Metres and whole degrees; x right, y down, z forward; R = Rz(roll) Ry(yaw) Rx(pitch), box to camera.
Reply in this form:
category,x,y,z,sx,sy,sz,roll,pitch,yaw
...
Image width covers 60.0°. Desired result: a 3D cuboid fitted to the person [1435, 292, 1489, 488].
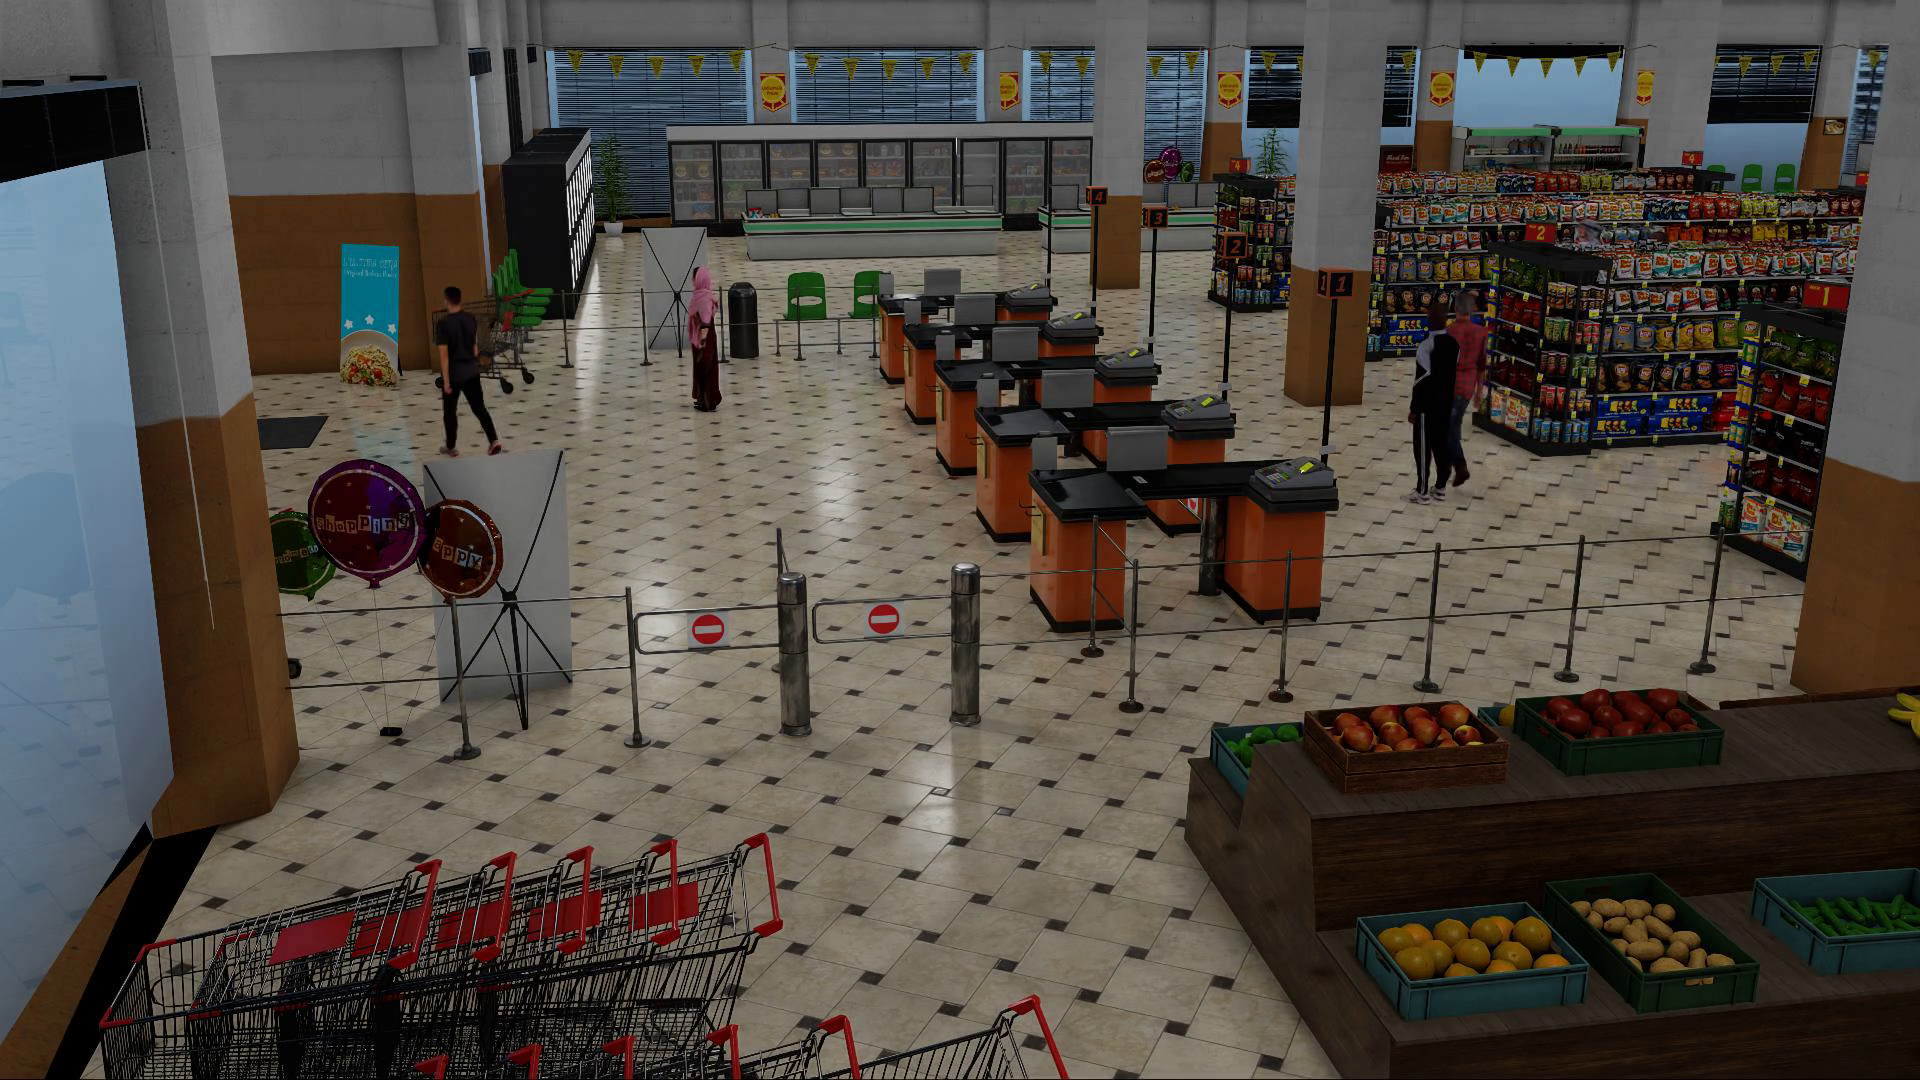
category,x,y,z,sx,sy,sz,roll,pitch,yaw
person,4.699,-1.388,15.646,1.081,1.797,0.764,-4,17,-13

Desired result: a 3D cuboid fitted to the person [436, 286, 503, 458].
category,x,y,z,sx,sy,sz,roll,pitch,yaw
person,-4.889,-1.612,16.499,1.165,1.730,1.170,14,22,39

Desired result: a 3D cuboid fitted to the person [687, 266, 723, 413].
category,x,y,z,sx,sy,sz,roll,pitch,yaw
person,-2.914,-2.304,18.935,0.575,1.639,0.641,-3,17,-10

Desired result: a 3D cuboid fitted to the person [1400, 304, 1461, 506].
category,x,y,z,sx,sy,sz,roll,pitch,yaw
person,4.309,-1.242,15.112,0.611,1.827,0.778,-9,19,-28
